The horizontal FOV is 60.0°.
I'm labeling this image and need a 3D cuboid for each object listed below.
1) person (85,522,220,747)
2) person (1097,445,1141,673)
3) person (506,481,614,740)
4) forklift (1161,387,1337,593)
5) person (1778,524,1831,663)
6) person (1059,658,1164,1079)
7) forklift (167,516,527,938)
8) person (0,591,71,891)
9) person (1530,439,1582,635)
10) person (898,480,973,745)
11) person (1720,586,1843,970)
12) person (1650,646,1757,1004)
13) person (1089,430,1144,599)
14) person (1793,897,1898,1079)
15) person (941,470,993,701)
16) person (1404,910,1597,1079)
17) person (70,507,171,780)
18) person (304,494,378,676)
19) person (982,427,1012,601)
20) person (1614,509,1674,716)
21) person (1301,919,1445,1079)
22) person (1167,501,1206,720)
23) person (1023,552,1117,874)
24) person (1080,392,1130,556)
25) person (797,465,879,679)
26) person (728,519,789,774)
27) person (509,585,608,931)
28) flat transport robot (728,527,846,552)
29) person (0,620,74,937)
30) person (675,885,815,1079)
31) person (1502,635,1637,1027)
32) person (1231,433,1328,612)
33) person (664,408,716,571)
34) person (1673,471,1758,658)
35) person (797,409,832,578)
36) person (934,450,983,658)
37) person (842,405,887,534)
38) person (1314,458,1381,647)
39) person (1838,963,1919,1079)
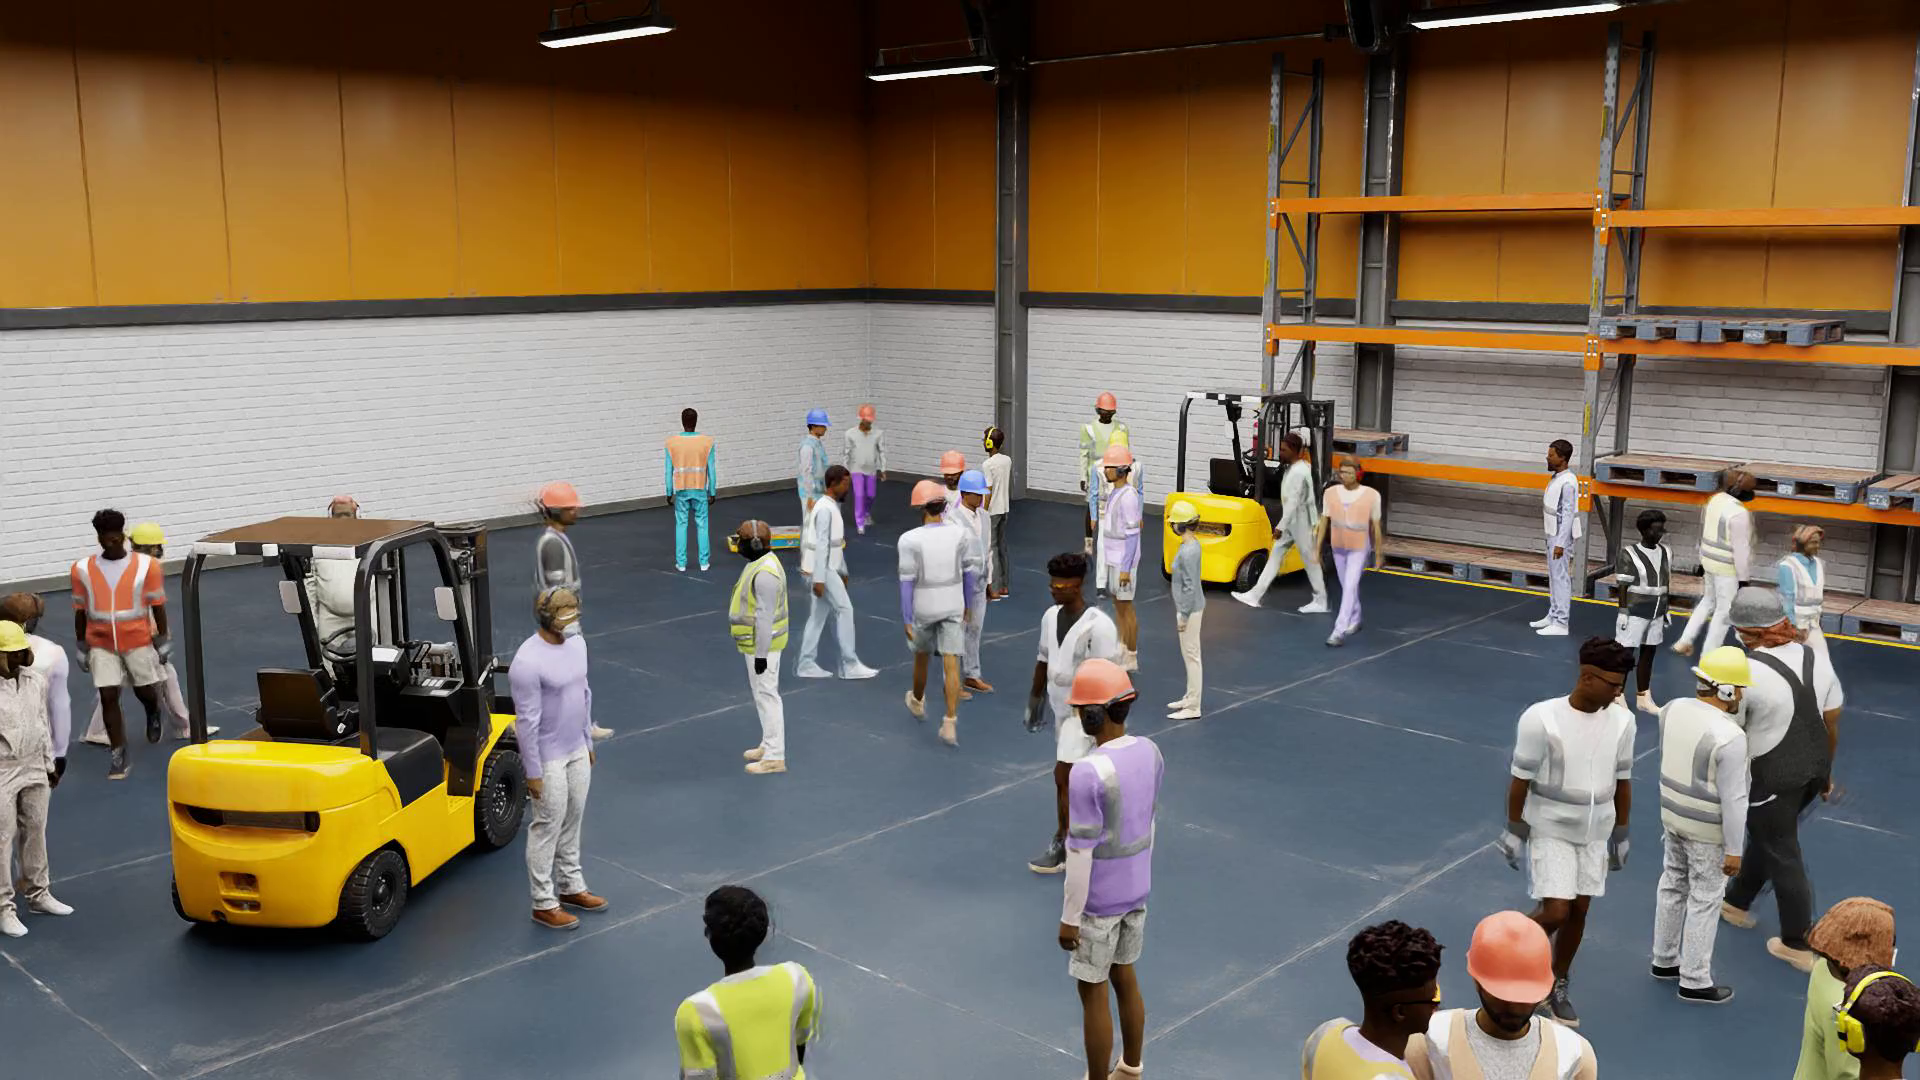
[{"bbox_3d":[-6.209,0.719,12.582,0.913,1.715,0.522,-7,12,-35],"label":"person"},{"bbox_3d":[1.401,0.171,14.761,0.395,2.042,0.611,-1,10,-5],"label":"person"},{"bbox_3d":[-3.085,0.560,12.607,0.765,2.028,0.619,-1,10,-6],"label":"person"},{"bbox_3d":[3.298,-0.608,18.767,1.214,2.155,2.313,9,13,42],"label":"forklift"},{"bbox_3d":[6.596,0.686,13.032,0.517,1.625,0.386,-4,11,-23],"label":"person"},{"bbox_3d":[0.615,1.510,7.185,0.411,2.033,0.613,8,12,37],"label":"person"},{"bbox_3d":[-3.583,0.976,9.748,1.214,2.155,2.313,2,10,11],"label":"forklift"},{"bbox_3d":[-5.445,1.209,9.537,0.653,1.808,0.714,-3,10,-18],"label":"person"},{"bbox_3d":[5.857,-0.029,16.253,0.391,1.920,0.587,2,10,10],"label":"person"},{"bbox_3d":[-0.208,0.519,12.915,0.623,1.982,1.066,-2,10,-13],"label":"person"},{"bbox_3d":[4.299,1.199,8.920,0.714,2.000,0.921,-5,11,-24],"label":"person"},{"bbox_3d":[3.721,1.418,8.317,0.403,1.817,0.601,-2,10,-12],"label":"person"},{"bbox_3d":[1.690,-0.275,17.901,0.601,1.830,0.404,-1,10,-7],"label":"person"},{"bbox_3d":[2.957,1.983,5.635,0.276,1.627,0.498,4,11,21],"label":"person"},{"bbox_3d":[0.073,0.371,13.933,0.419,1.939,0.612,8,12,37],"label":"person"},{"bbox_3d":[1.518,1.980,4.766,0.544,1.938,0.356,1,10,7],"label":"person"},{"bbox_3d":[-6.067,0.704,12.057,0.624,1.933,0.815,-3,11,-19],"label":"person"},{"bbox_3d":[-4.670,0.598,12.714,0.643,1.913,0.410,-3,10,-16],"label":"person"},{"bbox_3d":[0.354,-0.276,17.831,0.328,1.861,0.513,6,11,29],"label":"person"},{"bbox_3d":[5.497,0.587,13.379,0.534,1.698,0.318,-4,11,-20],"label":"person"},{"bbox_3d":[1.142,1.994,4.603,0.370,1.967,0.602,-2,10,-11],"label":"person"},{"bbox_3d":[1.805,0.561,13.339,0.329,1.765,0.526,2,10,10],"label":"person"},{"bbox_3d":[0.594,1.040,10.096,0.779,1.938,0.651,-6,12,-31],"label":"person"},{"bbox_3d":[1.771,-0.799,20.342,0.621,2.032,0.432,-1,10,-5],"label":"person"},{"bbox_3d":[-1.049,0.285,14.565,0.861,1.879,0.615,0,10,-1],"label":"person"},{"bbox_3d":[-1.455,0.759,12.035,0.429,1.833,0.626,-2,10,-11],"label":"person"},{"bbox_3d":[-2.242,1.197,9.256,0.379,1.931,0.635,3,11,19],"label":"person"},{"bbox_3d":[-2.187,-0.026,20.928,1.431,0.197,0.652,-2,10,-11],"label":"flat transport robot"},{"bbox_3d":[-5.211,1.297,9.205,0.295,1.744,0.487,3,10,18],"label":"person"},{"bbox_3d":[-0.753,1.958,5.652,0.547,1.660,0.819,-7,12,-34],"label":"person"},{"bbox_3d":[2.960,1.406,8.038,0.649,1.932,0.427,-1,10,-8],"label":"person"},{"bbox_3d":[3.355,-0.161,17.153,1.025,1.862,0.591,-1,10,-4],"label":"person"},{"bbox_3d":[-3.147,-0.583,19.452,0.587,1.910,0.392,-2,10,-9],"label":"person"},{"bbox_3d":[6.852,0.258,14.975,0.531,1.803,0.717,0,10,0],"label":"person"},{"bbox_3d":[-1.660,-0.534,19.053,0.409,1.943,0.615,1,10,6],"label":"person"},{"bbox_3d":[-0.055,0.131,15.323,0.544,1.930,0.389,3,10,17],"label":"person"},{"bbox_3d":[-1.302,-0.970,22.210,0.596,1.716,0.717,-3,10,-17],"label":"person"},{"bbox_3d":[3.716,0.092,15.939,0.596,1.794,0.996,8,13,37],"label":"person"},{"bbox_3d":[2.439,2.062,4.528,0.510,1.861,0.324,-2,10,-11],"label":"person"}]
